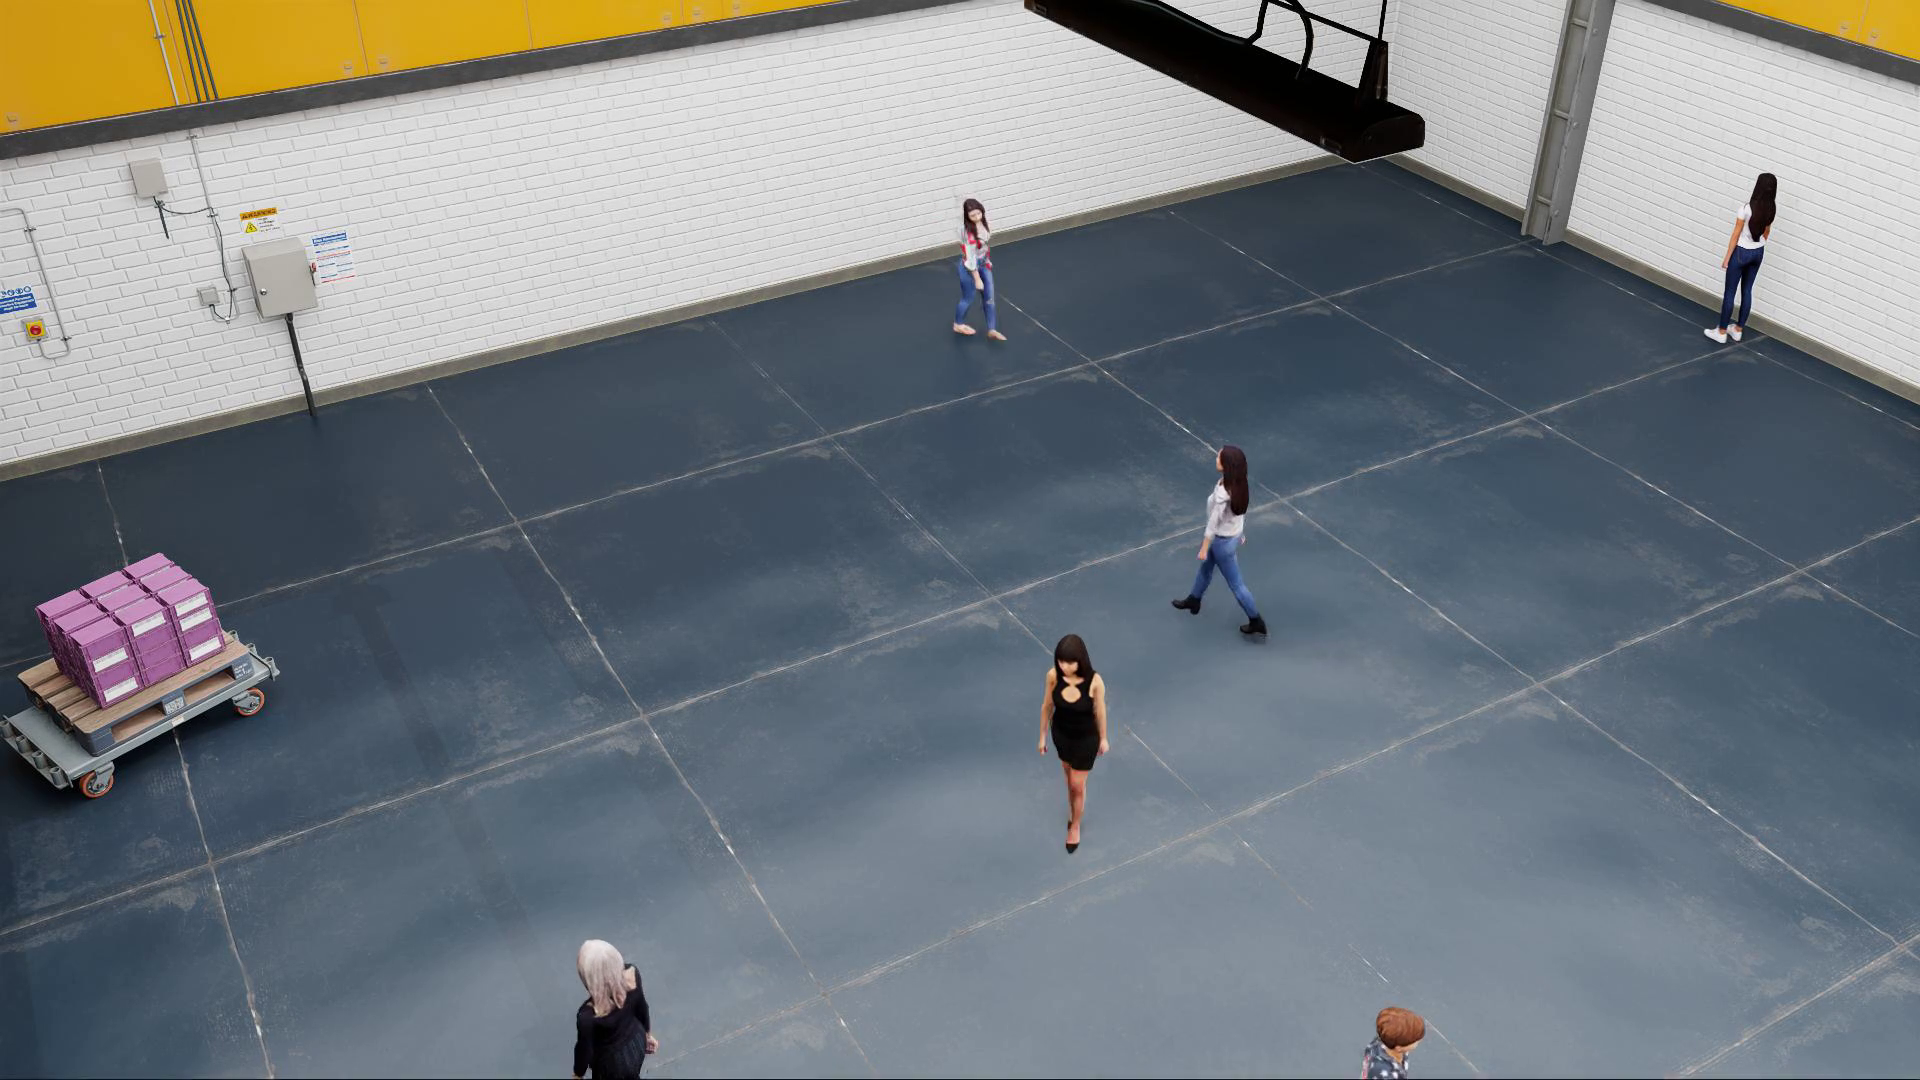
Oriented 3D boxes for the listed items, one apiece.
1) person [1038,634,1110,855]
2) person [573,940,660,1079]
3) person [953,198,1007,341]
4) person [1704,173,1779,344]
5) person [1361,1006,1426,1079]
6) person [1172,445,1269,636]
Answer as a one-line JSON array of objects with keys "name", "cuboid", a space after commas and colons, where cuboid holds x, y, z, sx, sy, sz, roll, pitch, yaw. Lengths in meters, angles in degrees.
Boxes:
[{"name": "person", "cuboid": [0.768, 1.227, 10.780, 0.749, 1.628, 0.807, 12, 36, 18]}, {"name": "person", "cuboid": [-1.663, 2.701, 8.468, 0.892, 1.732, 0.808, 15, 36, 21]}, {"name": "person", "cuboid": [0.102, -2.749, 16.820, 0.977, 1.565, 0.848, 14, 36, 19]}, {"name": "person", "cuboid": [7.934, -2.840, 16.768, 0.626, 1.773, 0.582, -10, 35, -14]}, {"name": "person", "cuboid": [2.042, 2.911, 8.459, 0.999, 1.394, 0.959, 8, 34, 12]}, {"name": "person", "cuboid": [2.088, 0.044, 12.593, 1.134, 1.591, 0.956, 17, 37, 24]}]
